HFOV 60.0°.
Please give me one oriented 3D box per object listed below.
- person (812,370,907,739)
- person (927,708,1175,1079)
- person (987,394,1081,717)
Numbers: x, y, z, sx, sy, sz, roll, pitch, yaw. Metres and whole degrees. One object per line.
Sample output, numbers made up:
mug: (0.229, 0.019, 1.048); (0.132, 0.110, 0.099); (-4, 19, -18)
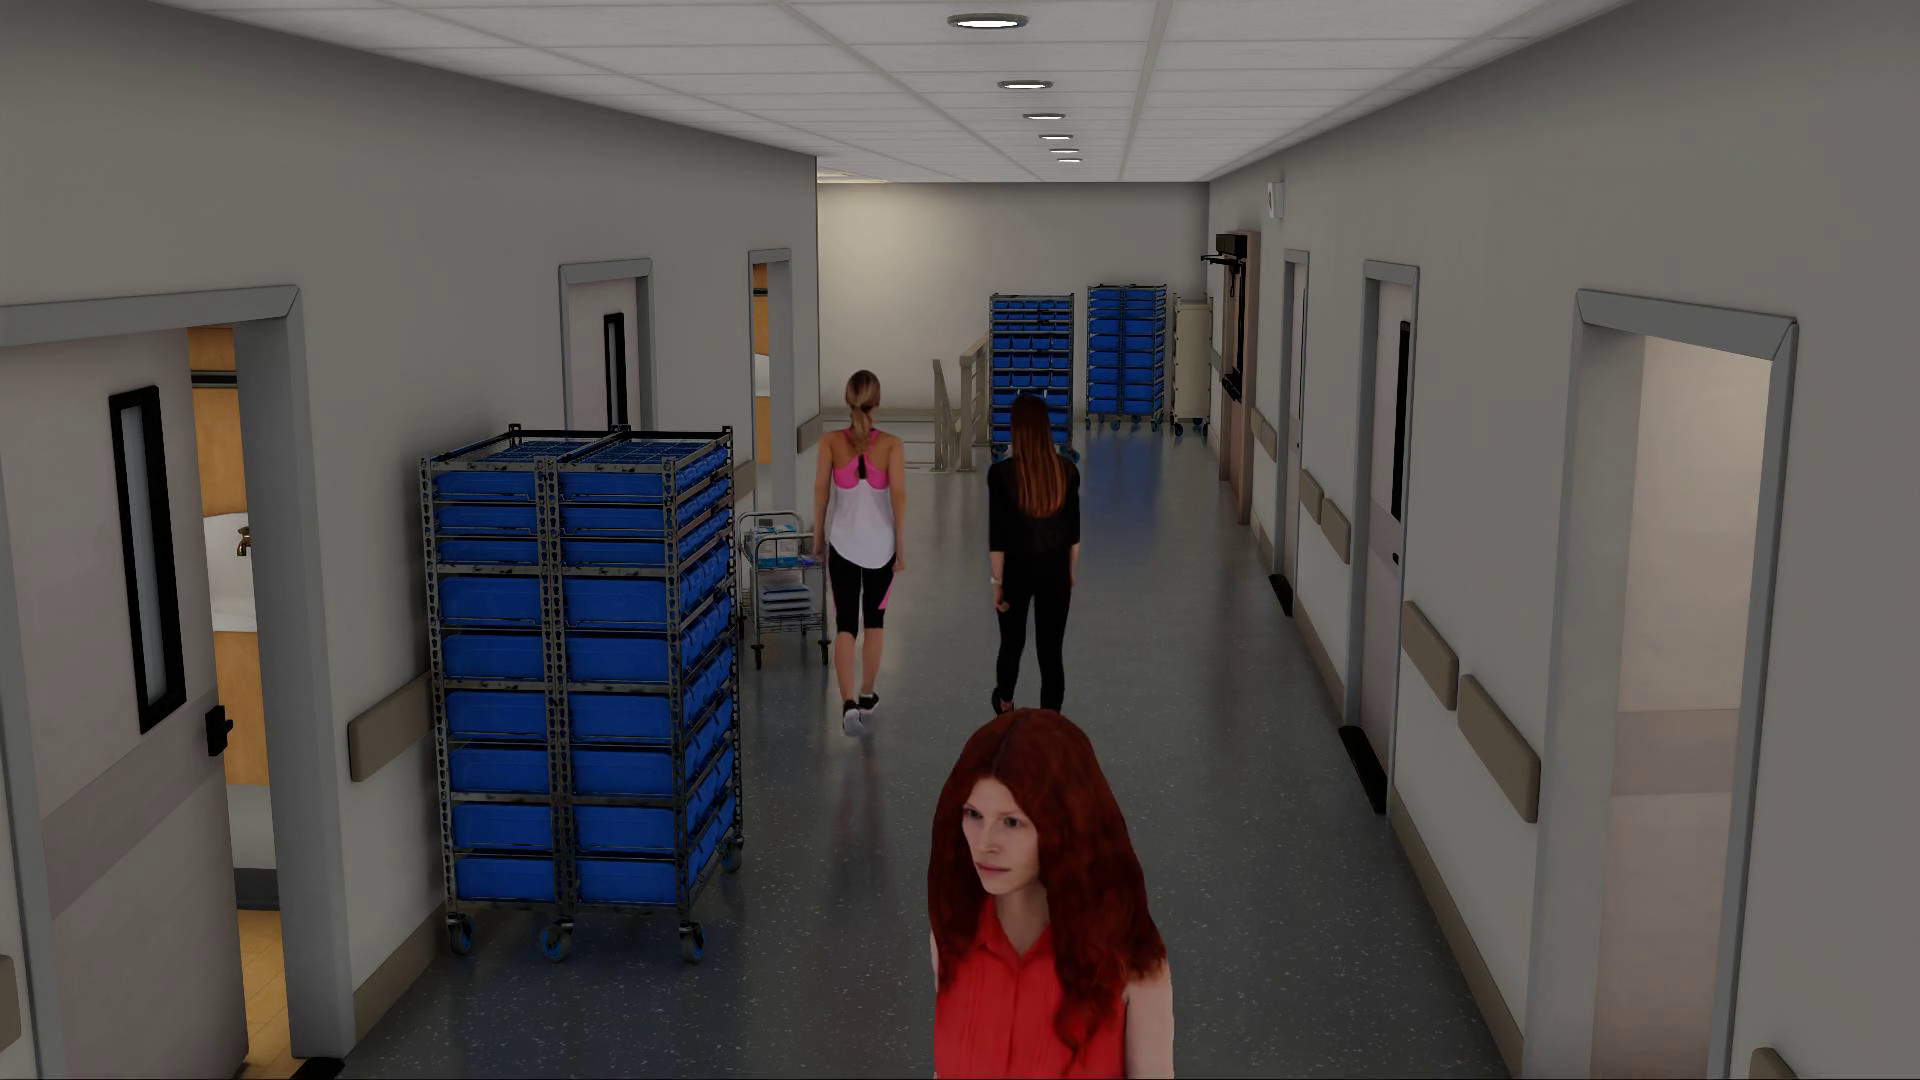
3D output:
person: (-0.495, 0.095, 8.038); (0.657, 1.754, 1.113); (0, 11, 1)
person: (0.201, 1.119, 2.548); (0.910, 1.788, 1.202); (6, 12, 30)
person: (0.366, 0.214, 7.644); (0.721, 1.667, 1.133); (-1, 11, -4)
